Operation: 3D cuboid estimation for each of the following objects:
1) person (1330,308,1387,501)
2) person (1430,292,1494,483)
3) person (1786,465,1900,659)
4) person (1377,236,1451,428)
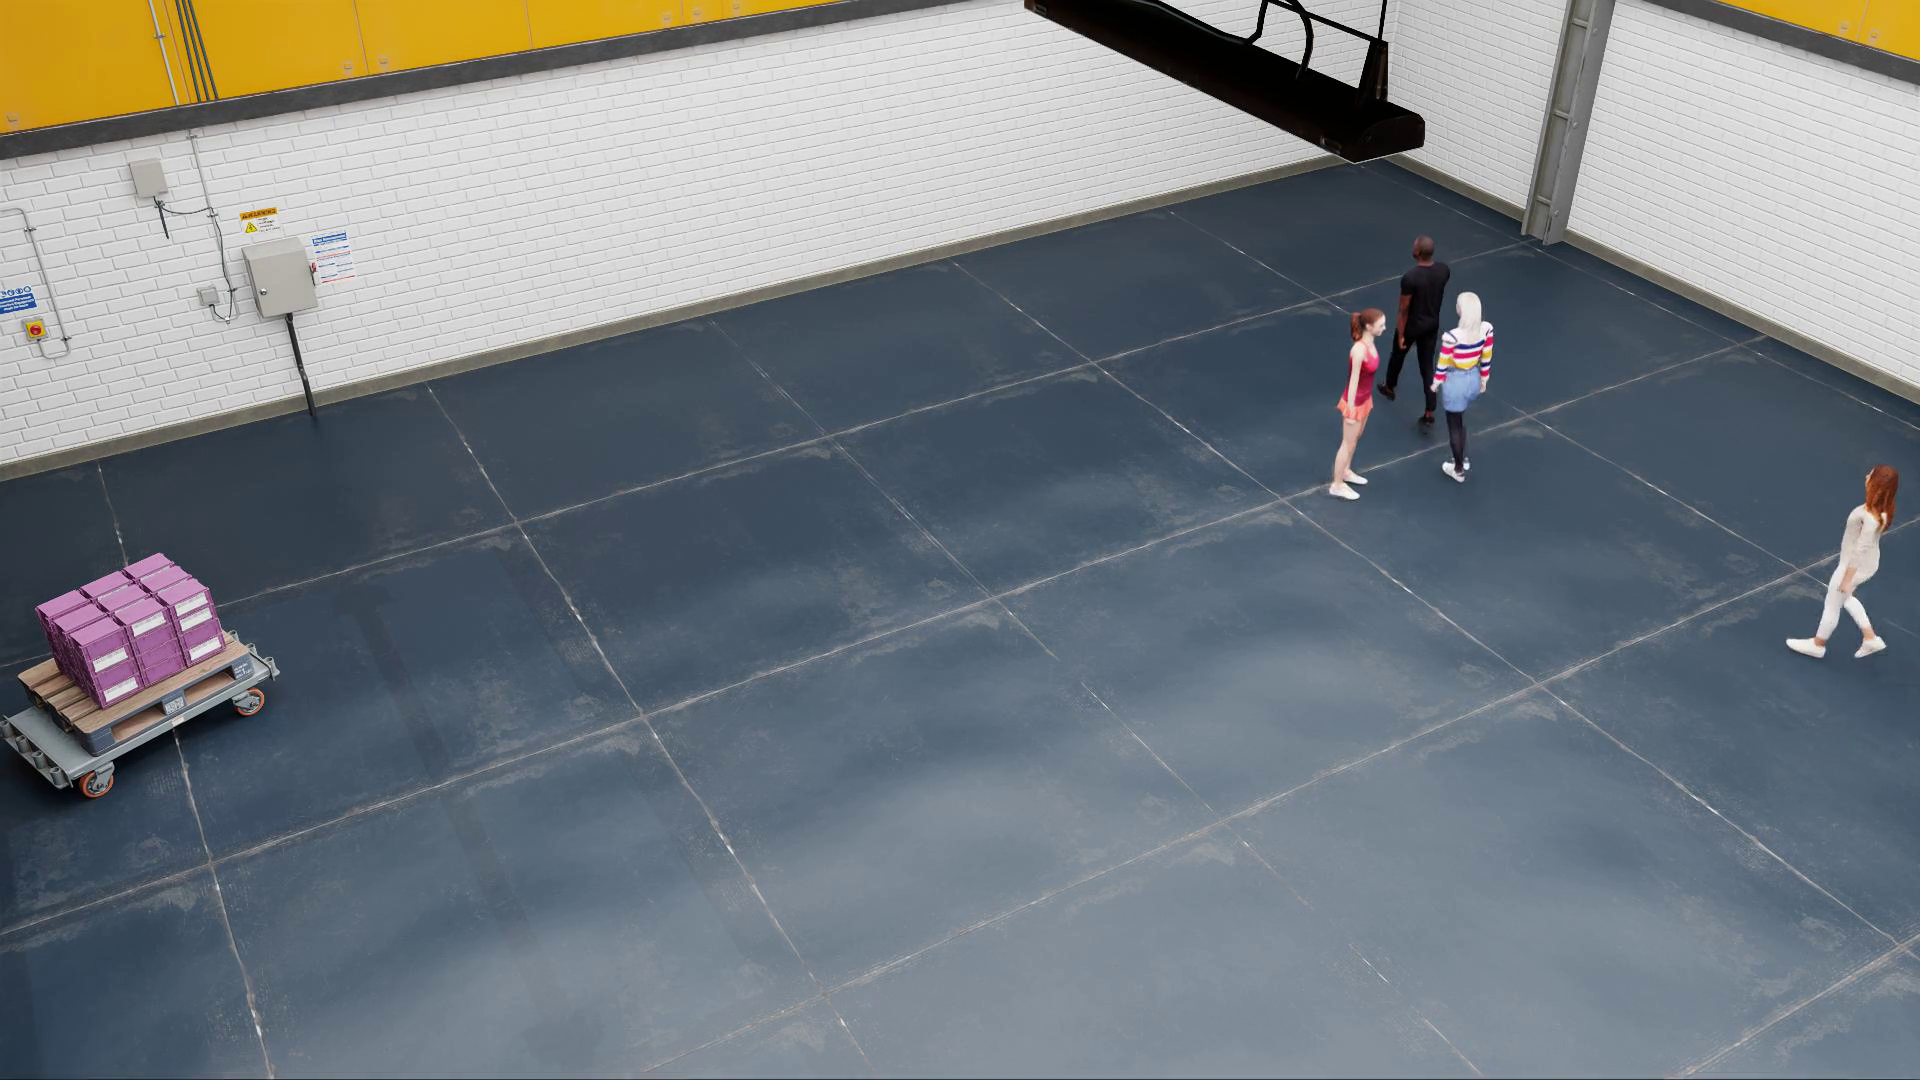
[{"bbox_3d":[3.409,-1.189,14.305,0.697,1.751,0.665,15,37,22],"label":"person"},{"bbox_3d":[4.380,-1.285,14.417,0.681,1.786,0.642,-11,35,-16],"label":"person"},{"bbox_3d":[6.677,0.218,12.238,0.949,1.695,0.765,26,42,33],"label":"person"},{"bbox_3d":[4.276,-1.880,15.328,0.912,1.768,1.312,-8,34,-11],"label":"person"}]
